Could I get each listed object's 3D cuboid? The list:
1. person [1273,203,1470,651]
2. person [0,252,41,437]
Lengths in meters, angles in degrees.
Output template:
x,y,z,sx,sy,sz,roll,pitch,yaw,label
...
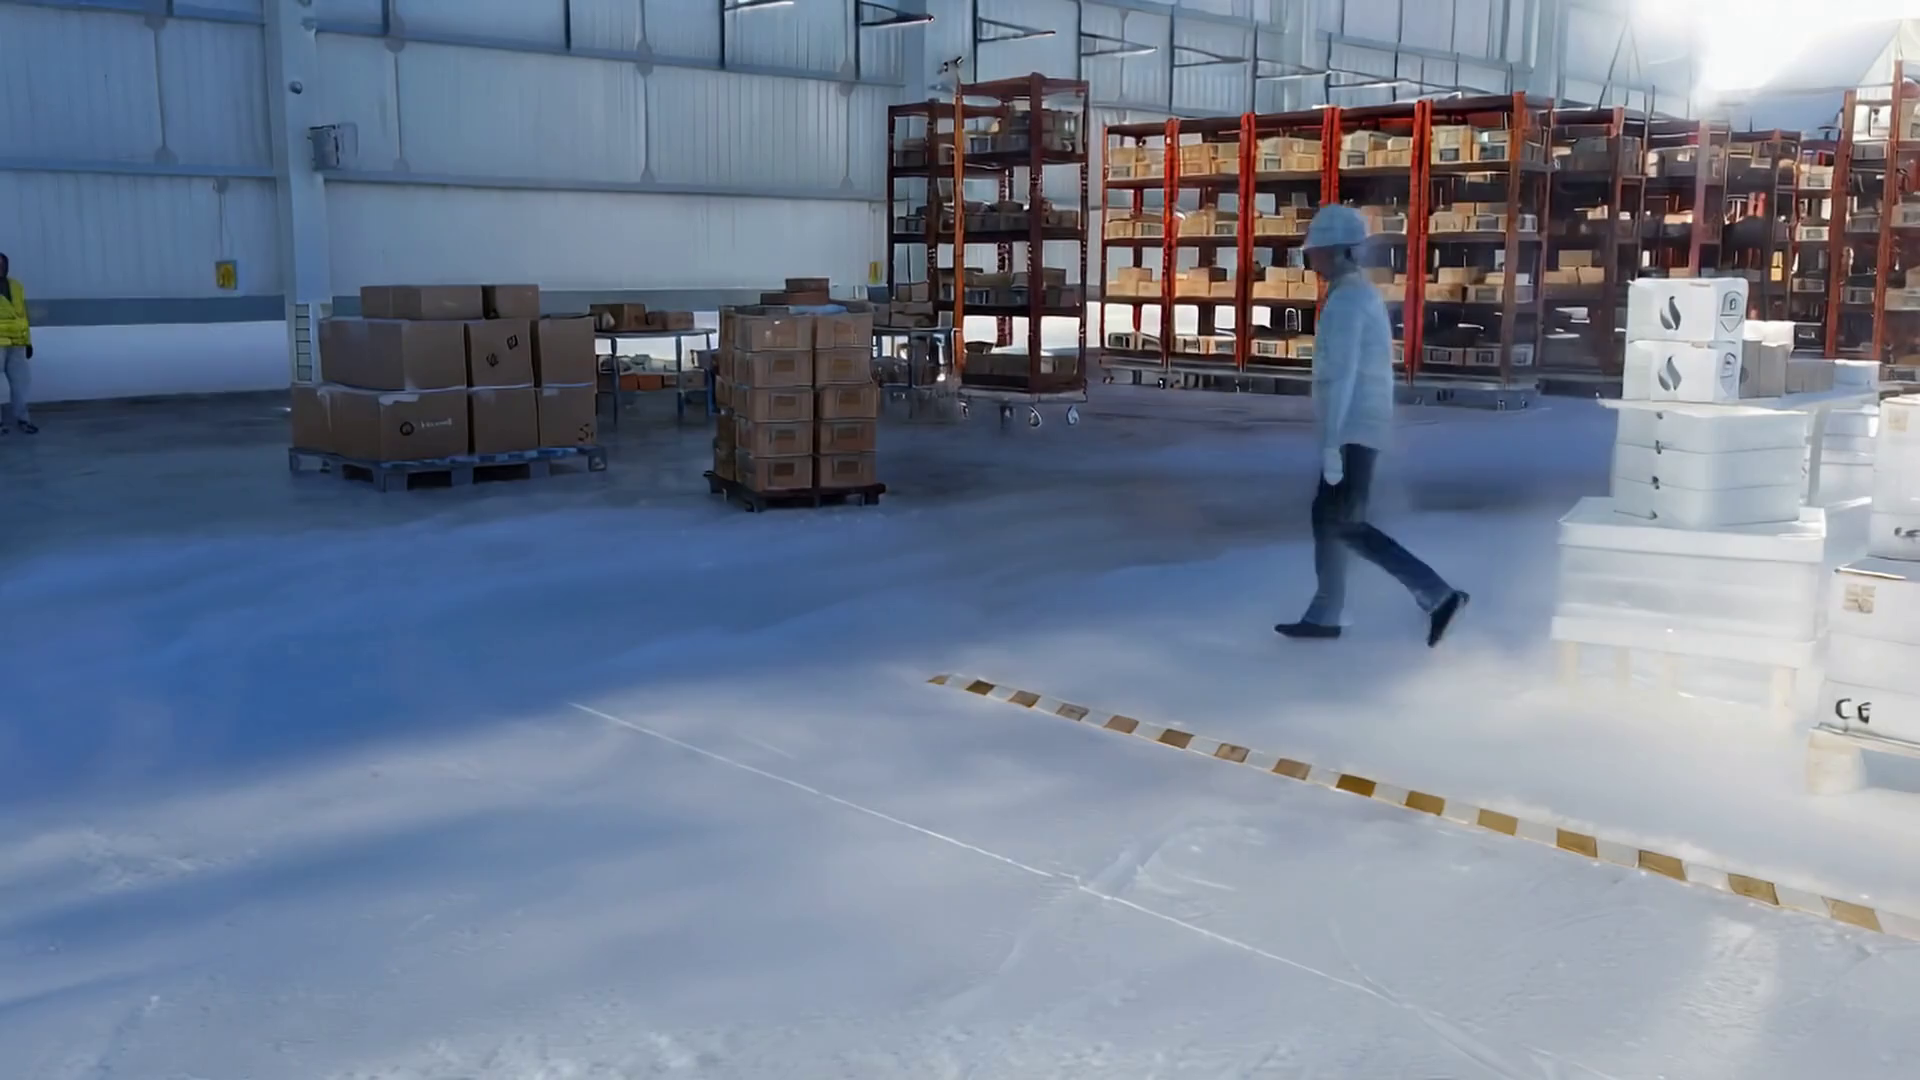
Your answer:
x,y,z,sx,sy,sz,roll,pitch,yaw,label
1.787,-0.456,7.145,0.824,1.963,0.611,5,11,28,person
-9.431,-1.927,16.370,0.429,1.831,0.631,4,10,22,person
